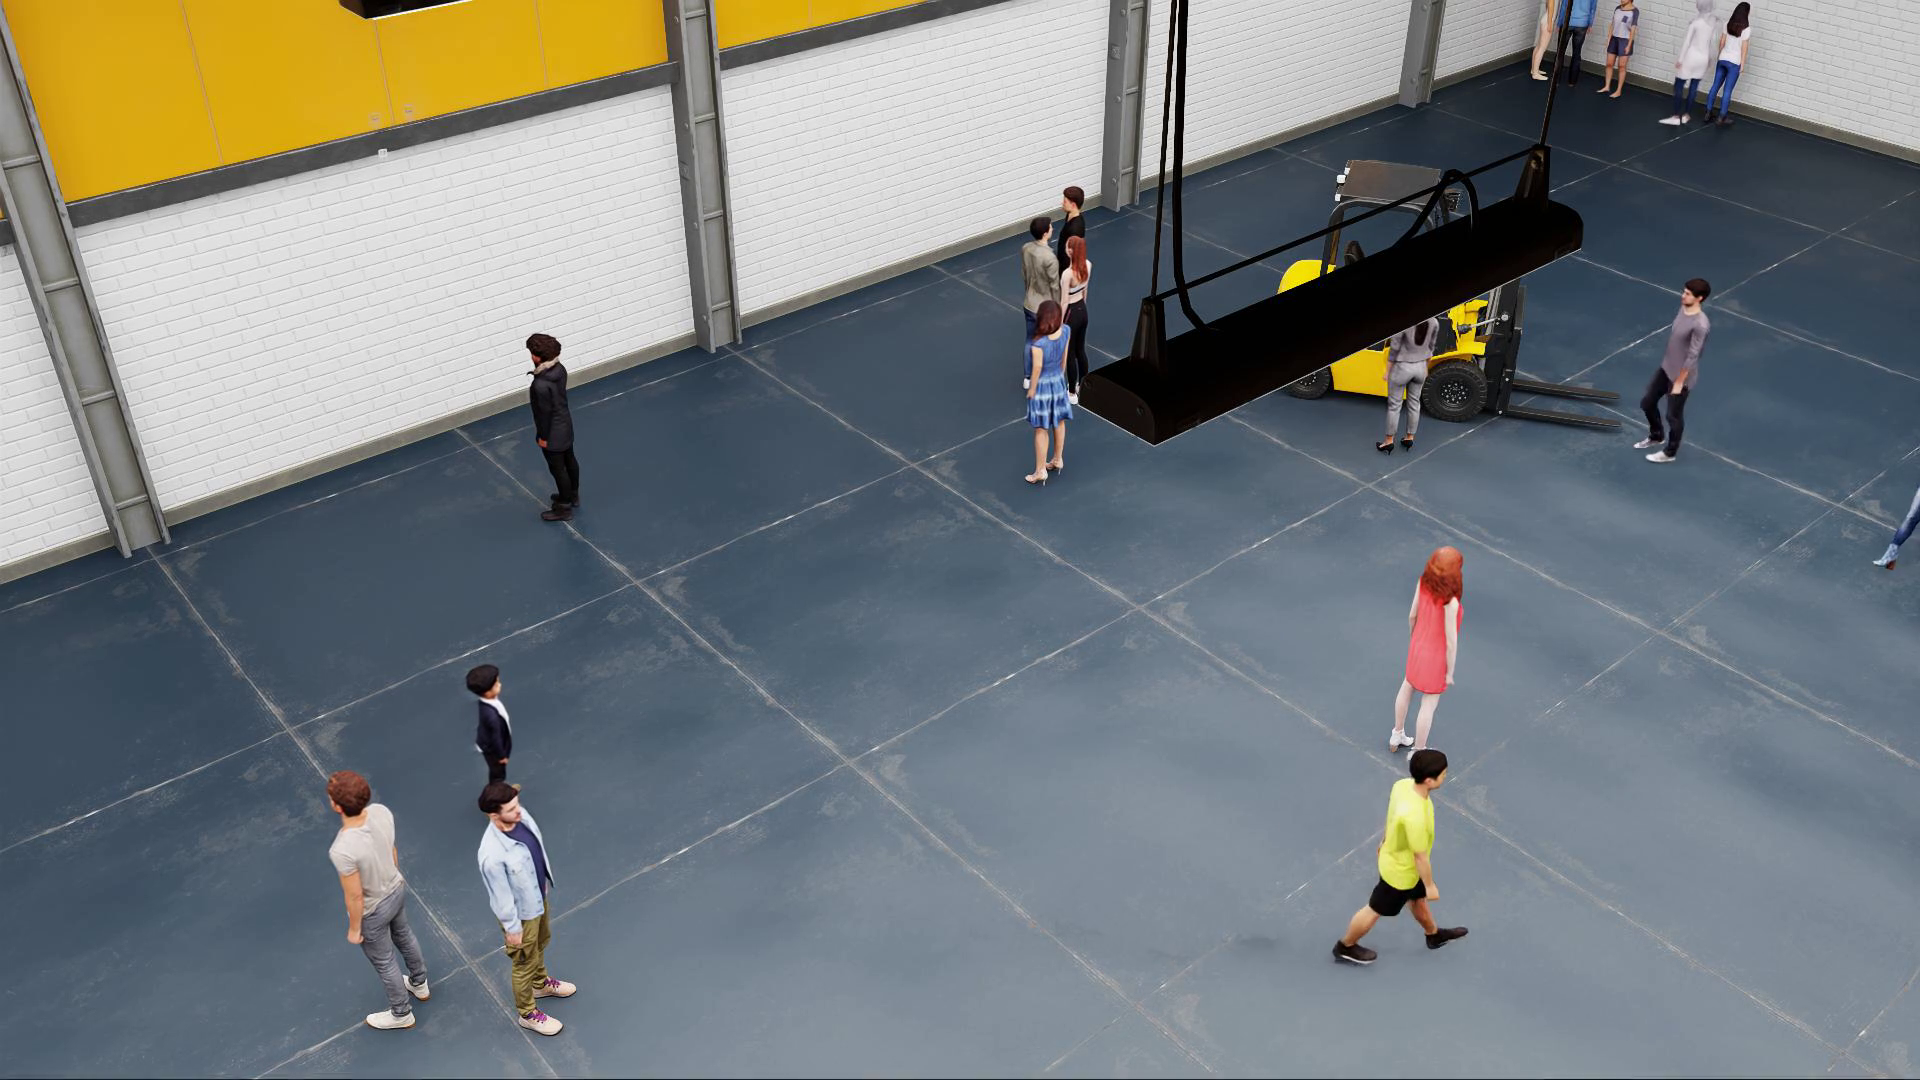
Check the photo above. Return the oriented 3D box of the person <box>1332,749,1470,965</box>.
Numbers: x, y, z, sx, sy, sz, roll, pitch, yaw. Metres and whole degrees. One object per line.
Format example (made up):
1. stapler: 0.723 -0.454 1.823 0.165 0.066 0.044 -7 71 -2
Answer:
1. person: 2.615 1.981 10.153 1.110 1.662 1.083 5 34 7

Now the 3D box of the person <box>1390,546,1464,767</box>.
1. person: 3.307 0.822 11.747 0.599 1.828 0.643 -14 36 -20

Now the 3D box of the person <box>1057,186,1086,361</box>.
1. person: 1.148 -2.750 17.091 0.788 1.862 0.767 -3 34 -4

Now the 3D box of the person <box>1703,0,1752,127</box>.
1. person: 10.648 -6.584 23.018 0.591 1.685 0.643 -16 37 -23

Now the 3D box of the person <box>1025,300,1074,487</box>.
1. person: 0.788 -1.337 15.016 0.754 1.806 0.545 27 42 34

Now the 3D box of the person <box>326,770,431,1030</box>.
1. person: -3.420 2.106 9.752 0.798 1.898 0.703 7 34 11

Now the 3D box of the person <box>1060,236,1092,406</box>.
1. person: 1.119 -2.168 16.323 0.679 1.742 0.494 25 41 33

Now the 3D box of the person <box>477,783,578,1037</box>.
1. person: -2.581 2.137 9.783 0.813 1.812 0.747 3 34 5

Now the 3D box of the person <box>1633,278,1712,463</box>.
1. person: 6.693 -1.547 15.300 0.833 1.839 0.801 -3 34 -5

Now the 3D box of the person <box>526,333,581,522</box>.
1. person: -3.536 -0.999 14.529 0.798 1.781 0.729 5 34 8

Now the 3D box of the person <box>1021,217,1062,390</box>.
1. person: 0.786 -2.309 16.423 0.600 1.865 0.710 -22 39 -29

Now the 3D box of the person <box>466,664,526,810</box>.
1. person: -3.221 1.378 11.460 0.555 1.220 0.561 -11 35 -16

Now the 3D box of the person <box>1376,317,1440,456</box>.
1. person: 4.167 -1.562 15.469 0.672 1.679 0.774 -8 34 -12

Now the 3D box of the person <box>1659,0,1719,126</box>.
1. person: 10.180 -6.625 23.005 0.812 1.769 0.951 2 34 3

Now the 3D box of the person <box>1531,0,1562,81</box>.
1. person: 8.741 -7.713 24.754 0.675 1.644 0.588 7 34 11

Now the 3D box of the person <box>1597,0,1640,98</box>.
1. person: 9.595 -7.246 24.123 0.547 1.564 0.595 -21 39 -28

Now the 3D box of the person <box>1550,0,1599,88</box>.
1. person: 9.025 -7.597 24.423 0.744 1.818 0.769 7 34 11
